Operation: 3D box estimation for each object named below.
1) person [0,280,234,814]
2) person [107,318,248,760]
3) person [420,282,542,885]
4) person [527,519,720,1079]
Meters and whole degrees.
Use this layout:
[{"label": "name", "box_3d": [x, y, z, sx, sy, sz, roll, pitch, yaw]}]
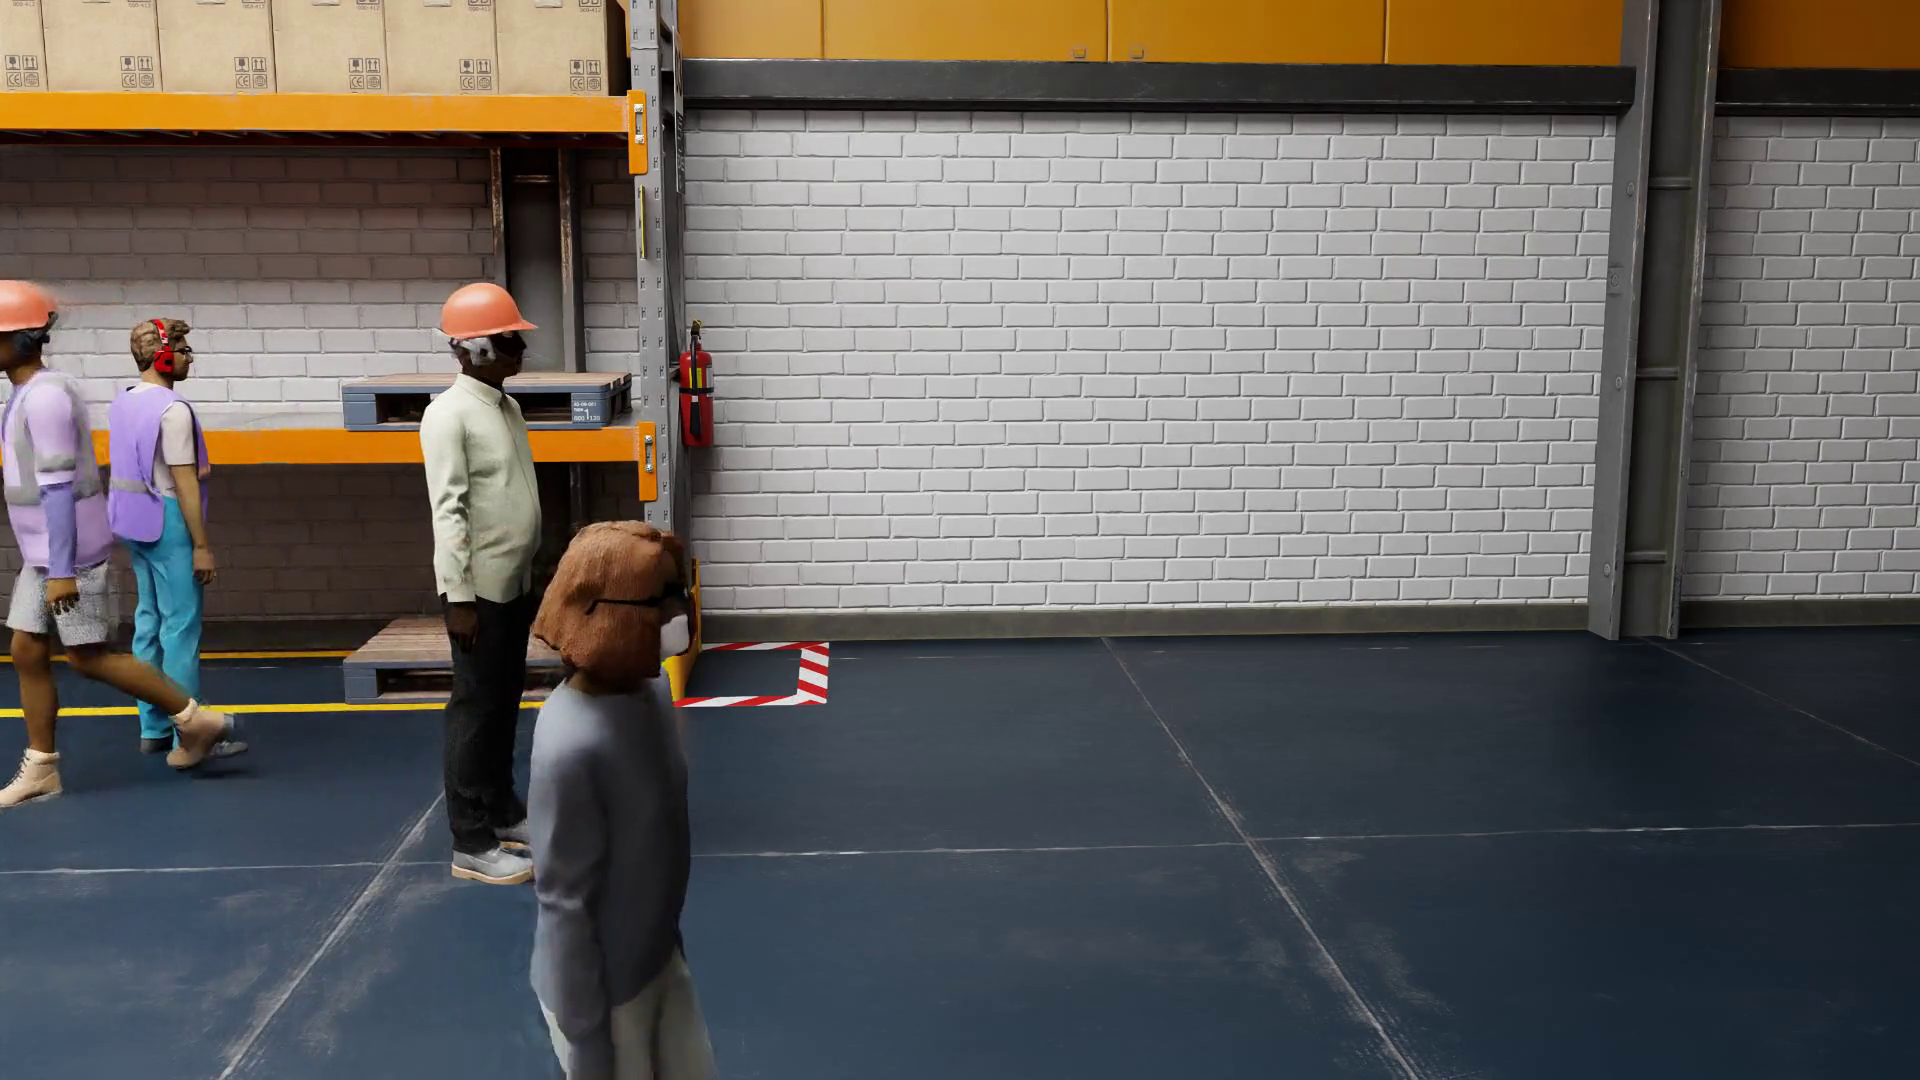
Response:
[{"label": "person", "box_3d": [-3.333, 0.015, 6.368, 0.850, 2.017, 0.613, -7, 12, -39]}, {"label": "person", "box_3d": [-3.313, 0.007, 6.921, 0.563, 1.848, 0.391, 7, 12, 39]}, {"label": "person", "box_3d": [-1.585, 0.140, 5.613, 0.370, 1.996, 0.622, 1, 9, 5]}, {"label": "person", "box_3d": [-0.615, 0.763, 2.868, 0.410, 1.620, 0.516, 1, 9, 7]}]
